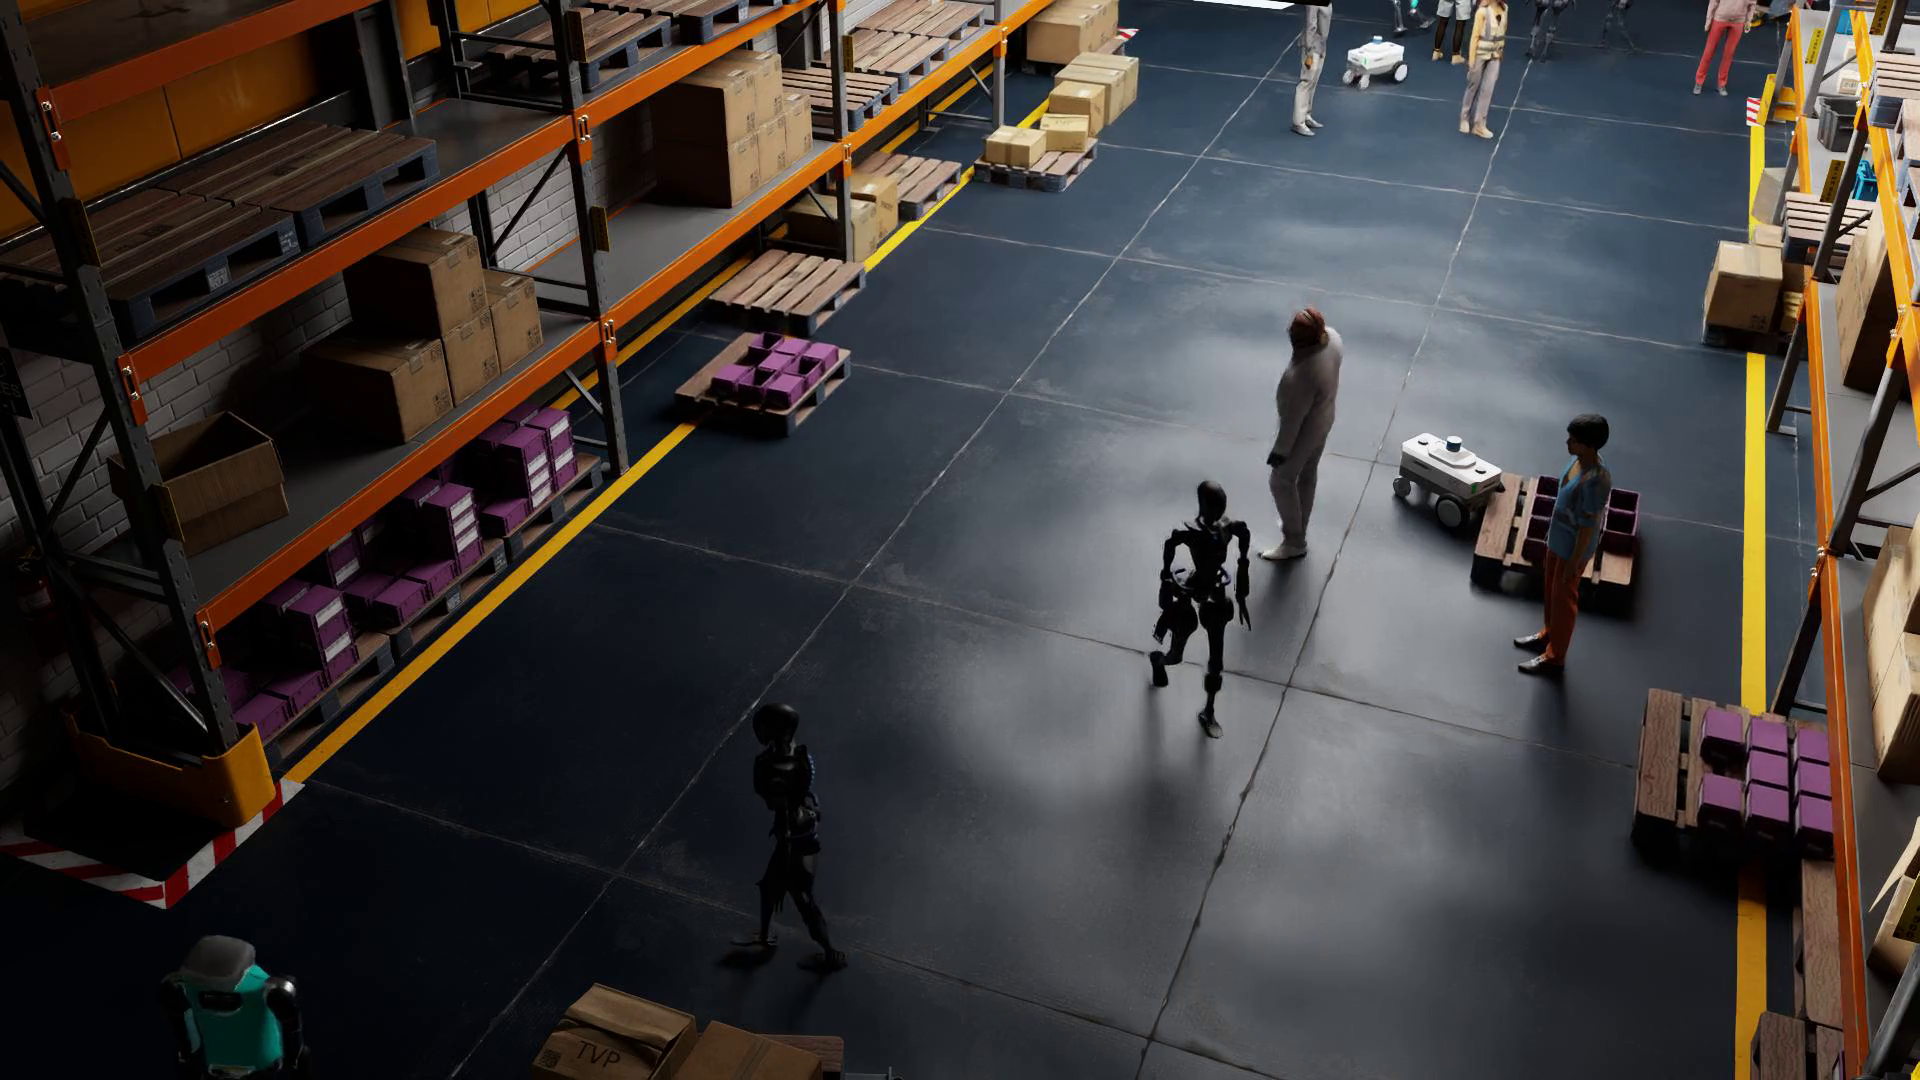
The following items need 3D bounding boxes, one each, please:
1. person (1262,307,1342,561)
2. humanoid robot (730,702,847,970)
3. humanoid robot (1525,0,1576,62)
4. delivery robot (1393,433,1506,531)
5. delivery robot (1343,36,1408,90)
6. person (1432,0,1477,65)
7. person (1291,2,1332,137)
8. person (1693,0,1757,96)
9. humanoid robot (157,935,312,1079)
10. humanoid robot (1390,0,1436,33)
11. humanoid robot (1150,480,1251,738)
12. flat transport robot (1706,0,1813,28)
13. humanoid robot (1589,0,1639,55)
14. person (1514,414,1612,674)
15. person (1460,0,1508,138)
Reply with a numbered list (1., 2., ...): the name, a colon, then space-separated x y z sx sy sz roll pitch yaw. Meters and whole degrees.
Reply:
1. person: 2.324 -0.756 11.296 0.426 1.875 0.694 20 38 27
2. humanoid robot: -0.877 1.465 8.037 0.600 1.644 0.584 -2 33 -3
3. humanoid robot: 7.470 -6.883 20.941 0.614 1.649 0.349 10 34 14
4. delivery robot: 3.551 -0.453 12.044 0.499 0.611 0.809 -22 39 -30
5. delivery robot: 5.103 -5.883 20.420 0.768 0.581 0.499 -20 38 -28
6. person: 6.248 -6.839 20.868 0.535 1.692 0.319 25 40 33
7. person: 3.954 -5.503 18.609 0.374 1.897 0.547 16 36 23
8. person: 9.133 -6.159 19.744 0.532 1.766 0.324 5 33 8
9. humanoid robot: -2.848 2.414 6.552 0.570 1.762 1.056 1 33 1
10. humanoid robot: 5.980 -7.447 21.767 1.007 1.730 0.548 -26 41 -34
11. humanoid robot: 1.408 0.326 9.813 0.590 1.639 0.702 -9 34 -13
12. flat transport robot: 10.978 -7.341 22.953 1.431 0.231 0.659 -25 40 -33
13. humanoid robot: 8.522 -7.033 21.214 0.542 1.646 0.601 3 33 5
14. person: 3.713 0.022 10.187 0.339 1.759 0.491 2 33 3
15. person: 5.871 -5.396 18.563 0.507 1.767 0.472 -14 35 -21
